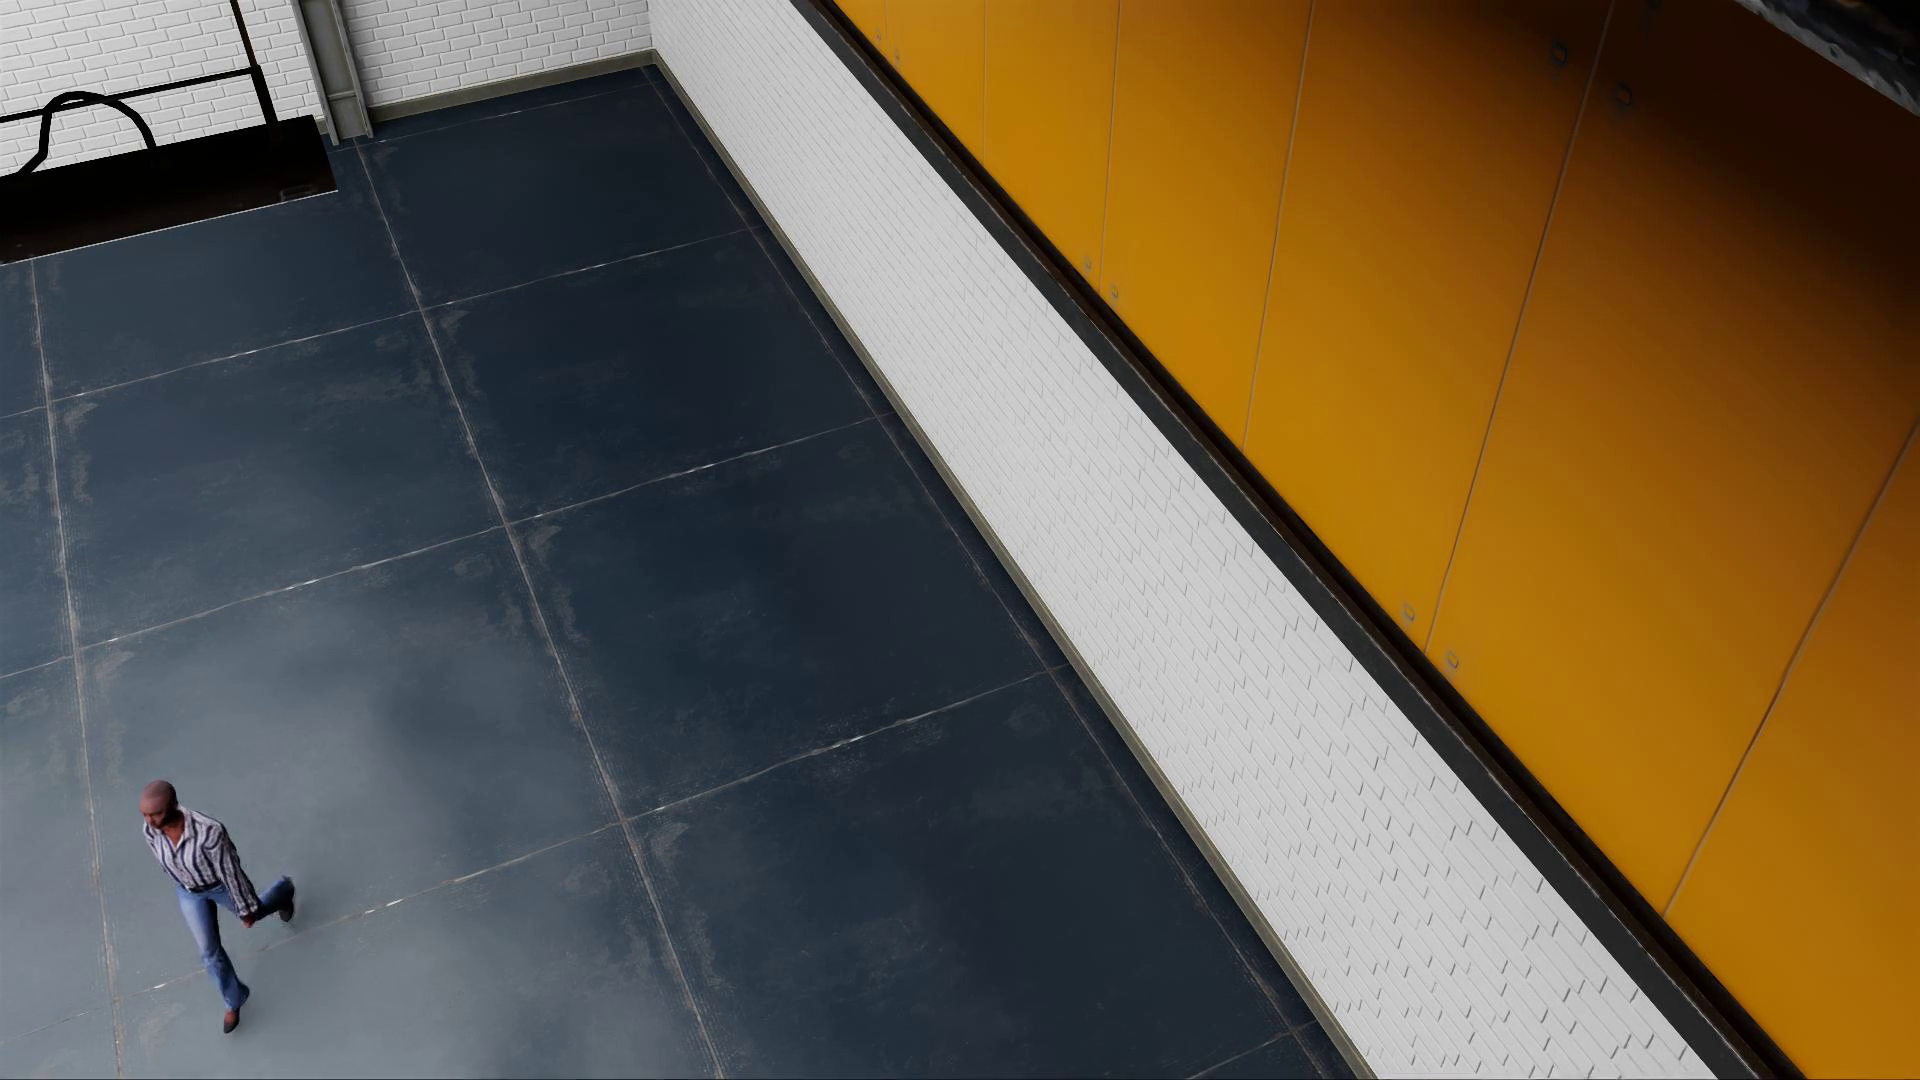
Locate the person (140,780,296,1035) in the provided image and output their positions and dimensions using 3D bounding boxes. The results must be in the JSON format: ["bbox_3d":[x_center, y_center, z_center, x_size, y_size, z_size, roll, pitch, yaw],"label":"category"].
[{"bbox_3d":[-4.004,1.834,9.057,1.147,1.758,1.035,1,44,1],"label":"person"}]
